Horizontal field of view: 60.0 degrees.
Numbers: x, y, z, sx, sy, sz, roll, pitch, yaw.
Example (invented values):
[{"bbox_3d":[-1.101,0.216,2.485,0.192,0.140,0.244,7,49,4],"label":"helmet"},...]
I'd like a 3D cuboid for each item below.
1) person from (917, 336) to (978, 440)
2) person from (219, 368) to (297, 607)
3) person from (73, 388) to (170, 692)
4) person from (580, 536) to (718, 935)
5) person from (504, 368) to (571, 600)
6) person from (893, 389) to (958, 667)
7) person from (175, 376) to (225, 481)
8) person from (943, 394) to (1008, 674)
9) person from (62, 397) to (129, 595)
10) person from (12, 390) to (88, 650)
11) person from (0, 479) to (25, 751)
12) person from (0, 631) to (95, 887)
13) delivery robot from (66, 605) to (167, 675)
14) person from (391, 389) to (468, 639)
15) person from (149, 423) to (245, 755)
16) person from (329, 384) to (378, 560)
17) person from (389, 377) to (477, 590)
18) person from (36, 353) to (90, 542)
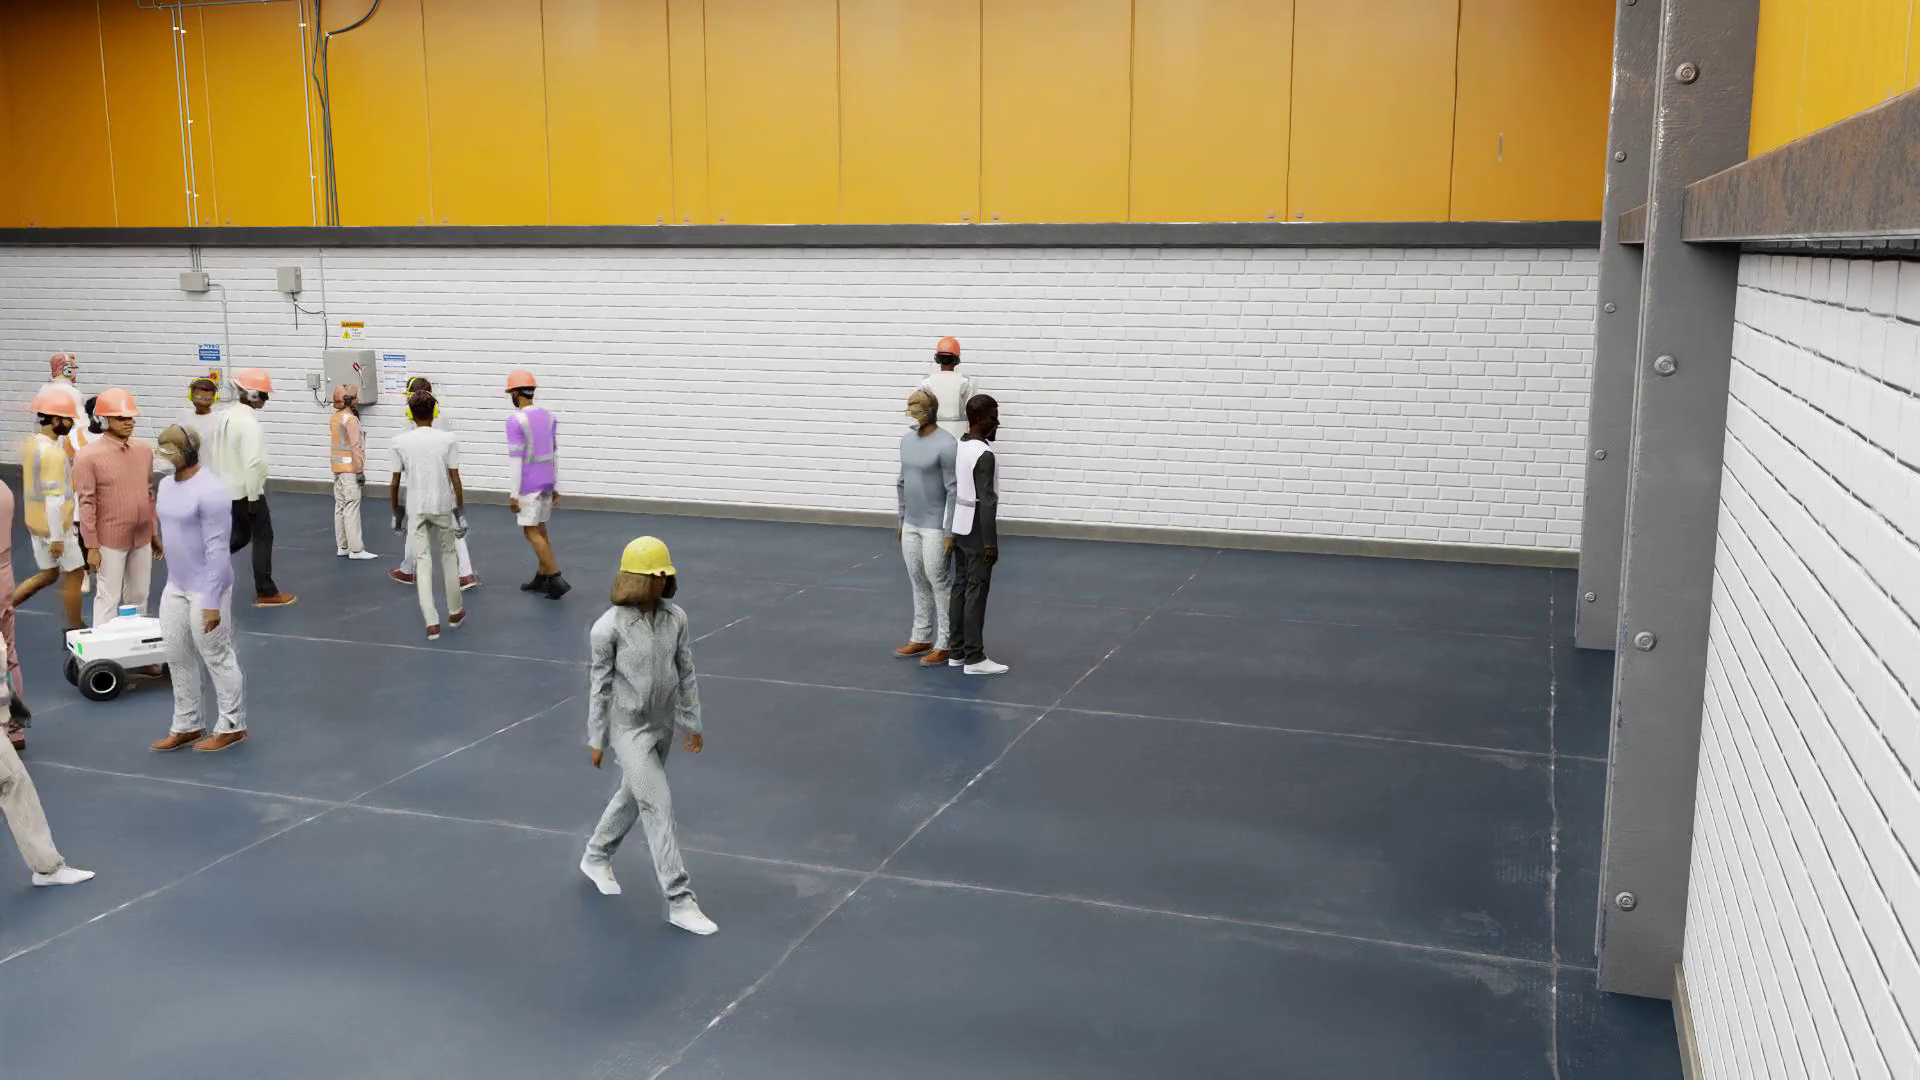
[{"bbox_3d":[-0.114,-0.963,16.238,0.608,2.044,0.370,1,10,5],"label":"person"},{"bbox_3d":[-5.793,-0.388,13.251,0.787,1.958,0.666,-8,13,-39],"label":"person"},{"bbox_3d":[-5.525,-0.010,11.007,0.395,1.994,0.613,4,11,19],"label":"person"},{"bbox_3d":[-1.405,0.805,7.261,0.897,1.700,0.495,7,12,36],"label":"person"},{"bbox_3d":[-3.509,-0.456,13.797,0.544,1.943,0.566,5,11,24],"label":"person"},{"bbox_3d":[-0.226,-0.089,11.613,0.355,1.936,0.635,-8,13,-38],"label":"person"},{"bbox_3d":[-6.306,-0.459,13.964,0.544,1.846,0.422,0,10,-1],"label":"person"},{"bbox_3d":[0.088,-0.043,11.408,0.375,1.916,0.592,-4,11,-21],"label":"person"},{"bbox_3d":[-7.251,-0.374,13.968,0.597,1.656,0.632,-5,11,-25],"label":"person"},{"bbox_3d":[-6.547,-0.104,11.803,0.796,1.902,0.599,-9,14,-42],"label":"person"},{"bbox_3d":[-5.549,0.325,9.367,0.410,1.909,0.643,-2,10,-12],"label":"person"},{"bbox_3d":[-4.455,0.813,7.477,0.825,1.602,0.512,-5,11,-24],"label":"person"},{"bbox_3d":[-5.461,0.673,10.951,0.707,0.478,0.477,-8,13,-38],"label":"delivery robot"},{"bbox_3d":[-4.001,-0.213,12.557,0.563,1.844,0.751,-2,10,-12],"label":"person"},{"bbox_3d":[-4.398,0.303,9.478,0.651,1.922,0.599,7,12,34],"label":"person"},{"bbox_3d":[-5.702,-0.634,15.516,0.314,1.642,0.515,-8,13,-40],"label":"person"},{"bbox_3d":[-4.517,-0.469,14.152,1.015,1.819,0.537,7,12,34],"label":"person"},{"bbox_3d":[-8.466,-0.829,15.868,0.643,1.908,0.411,6,12,32],"label":"person"}]
